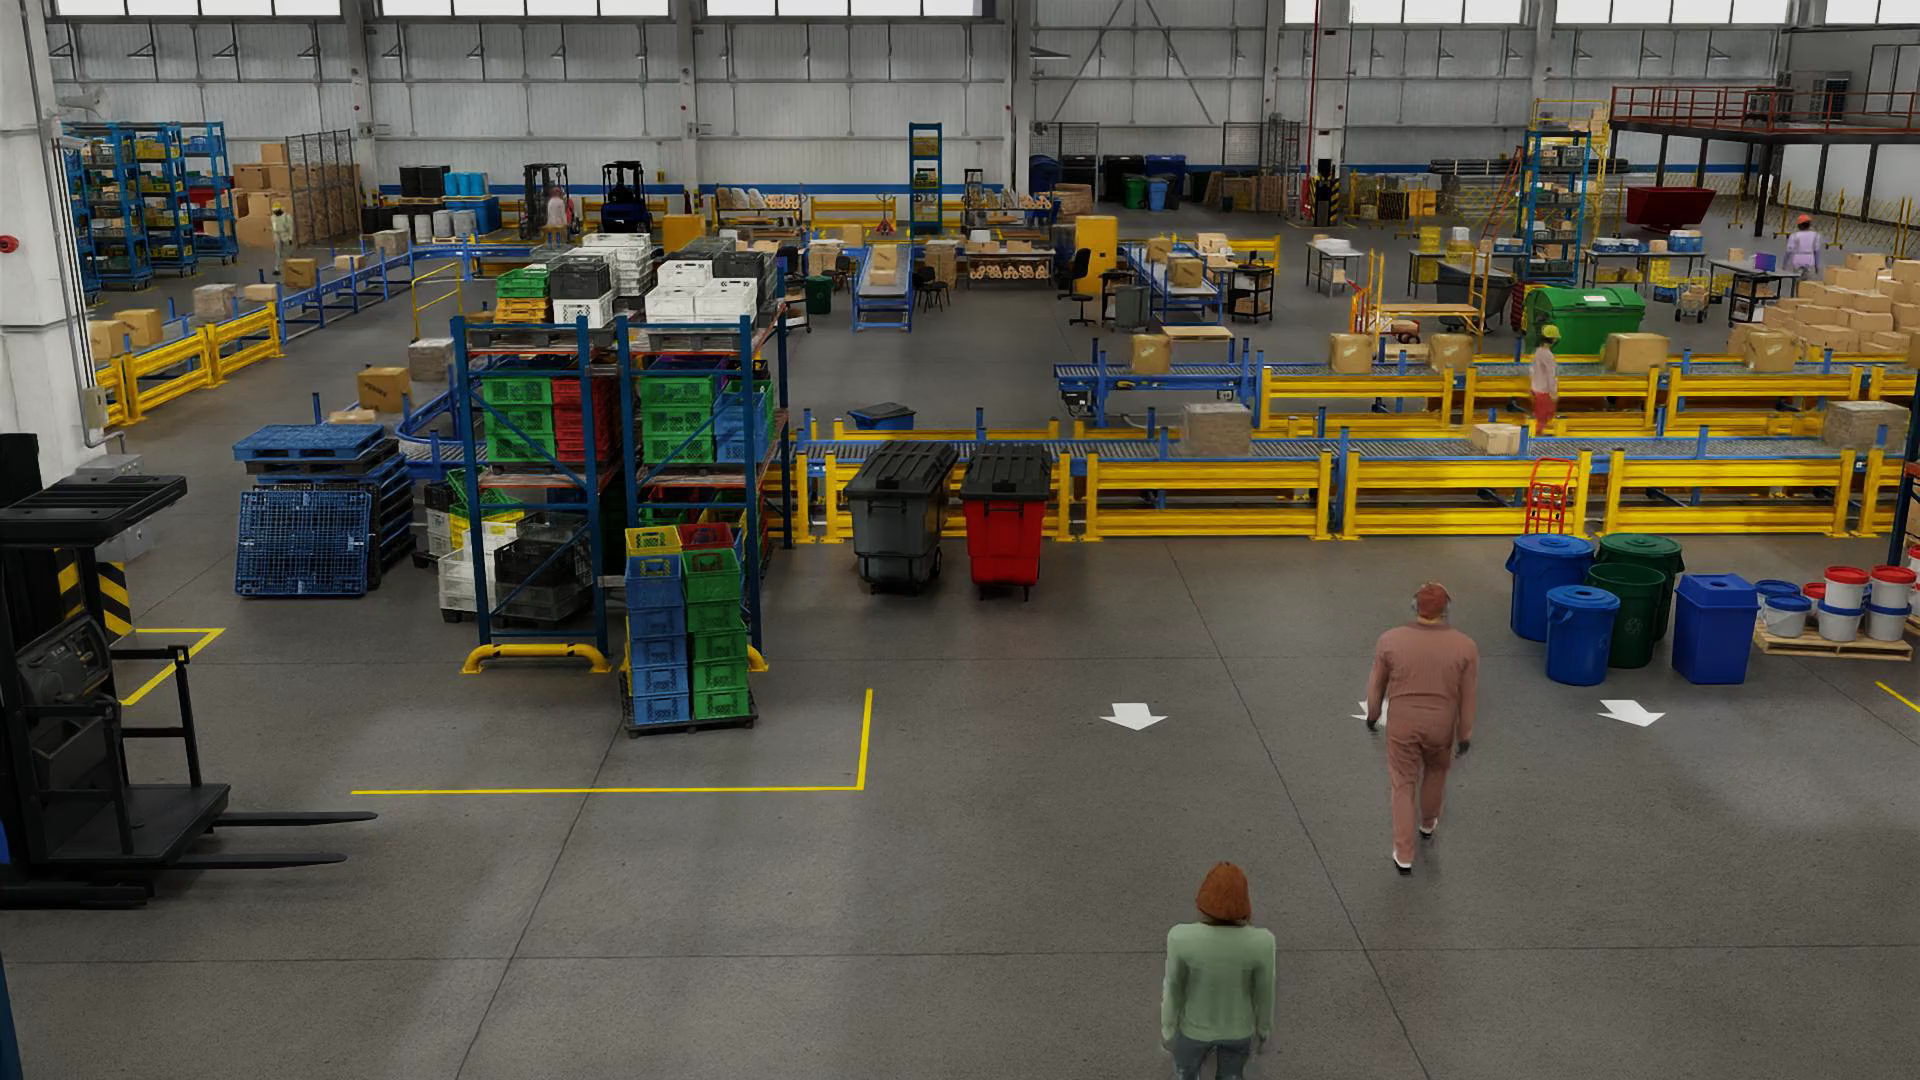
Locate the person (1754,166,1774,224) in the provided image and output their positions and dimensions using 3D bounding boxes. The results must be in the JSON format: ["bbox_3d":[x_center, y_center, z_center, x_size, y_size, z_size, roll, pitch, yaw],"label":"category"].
[{"bbox_3d":[25.758,-11.045,53.247,0.574,1.881,0.358,-7,17,-23],"label":"person"}]

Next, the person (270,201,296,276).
[{"bbox_3d":[-16.555,-7.374,40.664,0.595,1.786,0.930,2,16,5],"label":"person"}]

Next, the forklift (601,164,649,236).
[{"bbox_3d":[-9.948,-10.127,49.296,1.157,1.987,2.680,-1,16,-3],"label":"forklift"}]

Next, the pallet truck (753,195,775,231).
[{"bbox_3d":[-6.051,-9.967,50.660,0.680,1.201,1.601,0,16,-1],"label":"pallet truck"}]

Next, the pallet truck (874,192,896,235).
[{"bbox_3d":[-2.277,-9.986,50.594,0.653,1.274,1.630,0,16,-1],"label":"pallet truck"}]

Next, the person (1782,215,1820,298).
[{"bbox_3d":[17.506,-5.770,34.699,0.628,1.993,0.985,1,16,4],"label":"person"}]

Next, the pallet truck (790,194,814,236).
[{"bbox_3d":[-4.814,-9.883,50.259,0.704,1.261,1.522,-1,16,-3],"label":"pallet truck"}]

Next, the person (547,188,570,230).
[{"bbox_3d":[-10.668,-8.372,43.991,0.940,1.870,0.637,-13,21,-38],"label":"person"}]

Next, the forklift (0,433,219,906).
[{"bbox_3d":[-5.952,0.780,10.366,1.873,2.768,1.129,0,16,-1],"label":"forklift"}]

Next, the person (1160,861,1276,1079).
[{"bbox_3d":[1.172,2.223,7.594,0.518,1.617,0.366,0,16,2],"label":"person"}]

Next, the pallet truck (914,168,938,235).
[{"bbox_3d":[-0.989,-10.316,50.507,0.823,1.965,1.885,1,16,3],"label":"pallet truck"}]

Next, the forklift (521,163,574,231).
[{"bbox_3d":[-12.233,-10.122,49.298,1.157,1.987,2.680,0,16,-1],"label":"forklift"}]

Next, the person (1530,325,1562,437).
[{"bbox_3d":[7.705,-1.963,21.904,0.418,1.749,0.536,1,16,5],"label":"person"}]

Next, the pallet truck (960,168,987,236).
[{"bbox_3d":[0.383,-10.230,50.206,0.823,1.965,1.885,-1,16,-3],"label":"pallet truck"}]

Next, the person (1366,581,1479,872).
[{"bbox_3d":[2.994,1.153,10.857,0.668,1.864,0.931,4,16,12],"label":"person"}]
